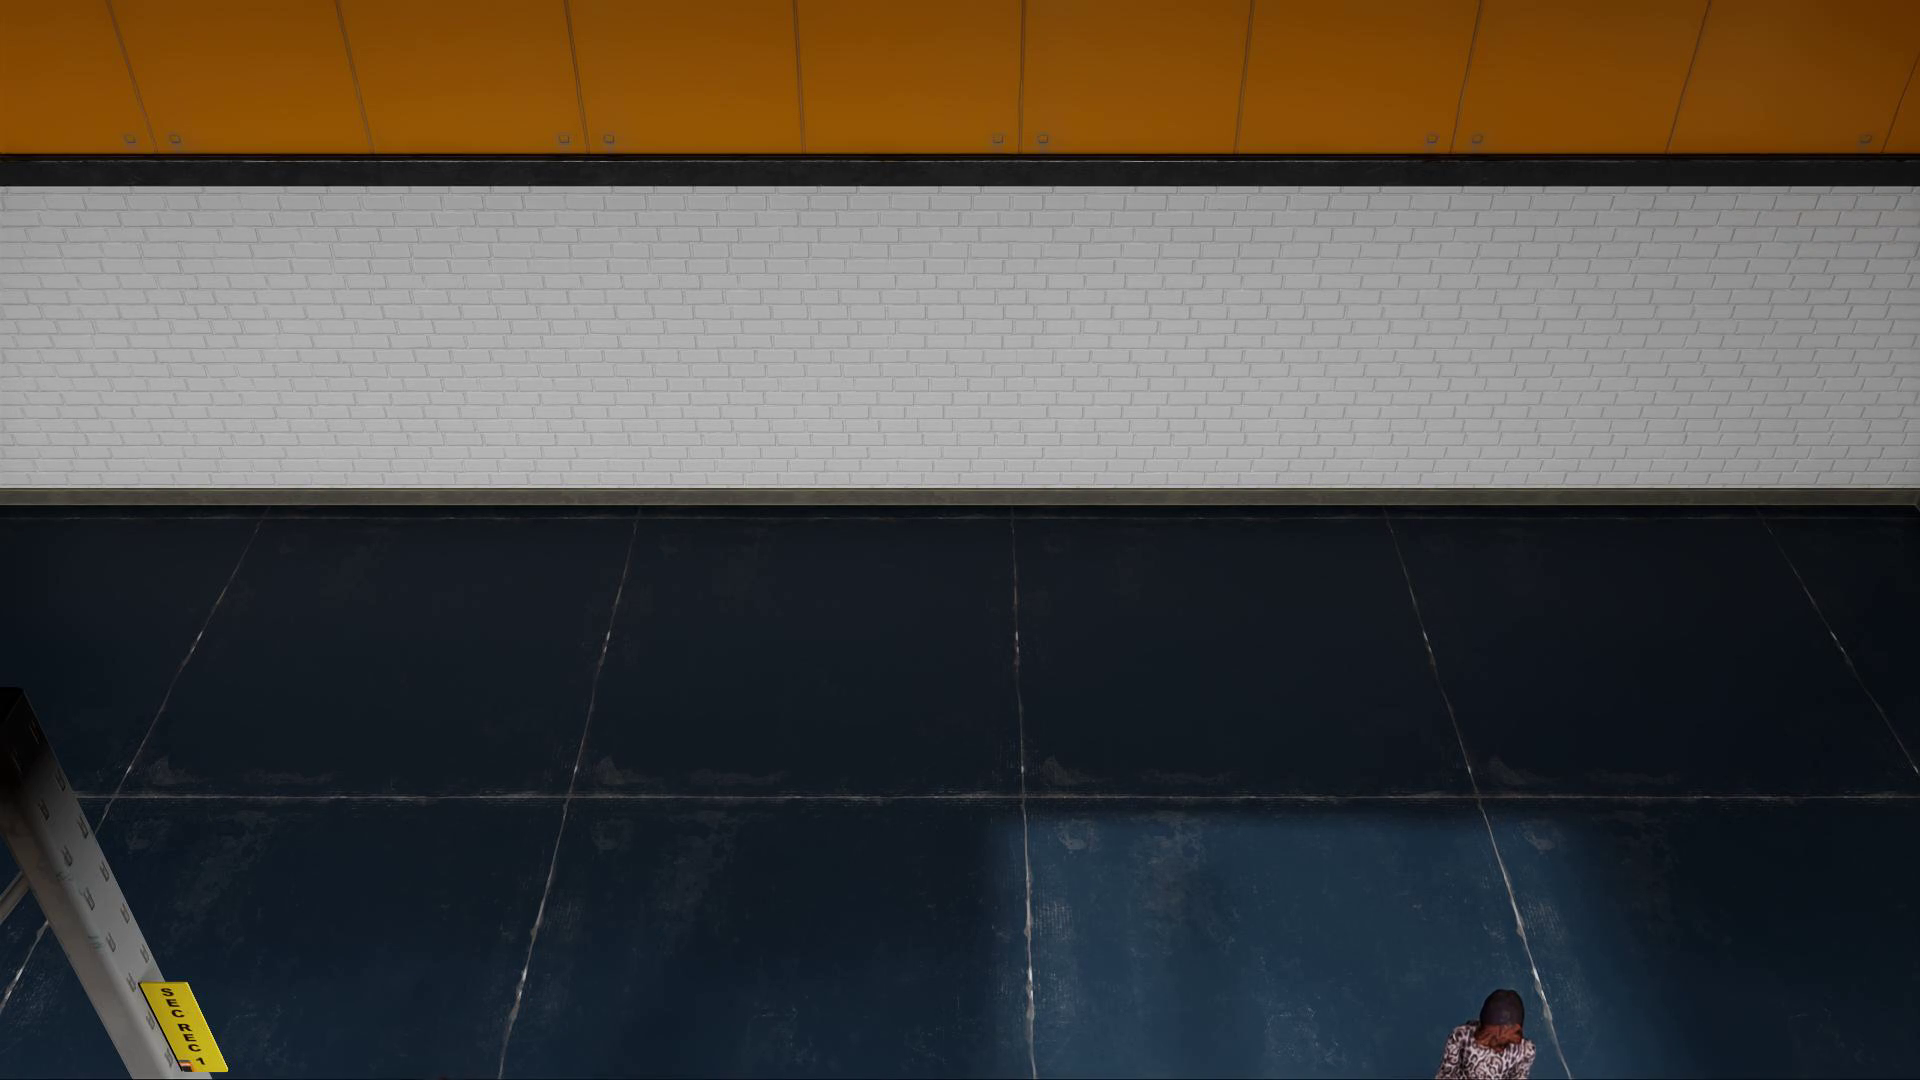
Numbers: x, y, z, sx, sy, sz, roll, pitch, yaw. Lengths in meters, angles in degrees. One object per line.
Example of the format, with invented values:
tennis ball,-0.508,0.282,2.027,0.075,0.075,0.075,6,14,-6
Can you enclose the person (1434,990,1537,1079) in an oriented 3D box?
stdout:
person,2.541,2.784,8.225,0.627,1.713,0.635,9,39,11
